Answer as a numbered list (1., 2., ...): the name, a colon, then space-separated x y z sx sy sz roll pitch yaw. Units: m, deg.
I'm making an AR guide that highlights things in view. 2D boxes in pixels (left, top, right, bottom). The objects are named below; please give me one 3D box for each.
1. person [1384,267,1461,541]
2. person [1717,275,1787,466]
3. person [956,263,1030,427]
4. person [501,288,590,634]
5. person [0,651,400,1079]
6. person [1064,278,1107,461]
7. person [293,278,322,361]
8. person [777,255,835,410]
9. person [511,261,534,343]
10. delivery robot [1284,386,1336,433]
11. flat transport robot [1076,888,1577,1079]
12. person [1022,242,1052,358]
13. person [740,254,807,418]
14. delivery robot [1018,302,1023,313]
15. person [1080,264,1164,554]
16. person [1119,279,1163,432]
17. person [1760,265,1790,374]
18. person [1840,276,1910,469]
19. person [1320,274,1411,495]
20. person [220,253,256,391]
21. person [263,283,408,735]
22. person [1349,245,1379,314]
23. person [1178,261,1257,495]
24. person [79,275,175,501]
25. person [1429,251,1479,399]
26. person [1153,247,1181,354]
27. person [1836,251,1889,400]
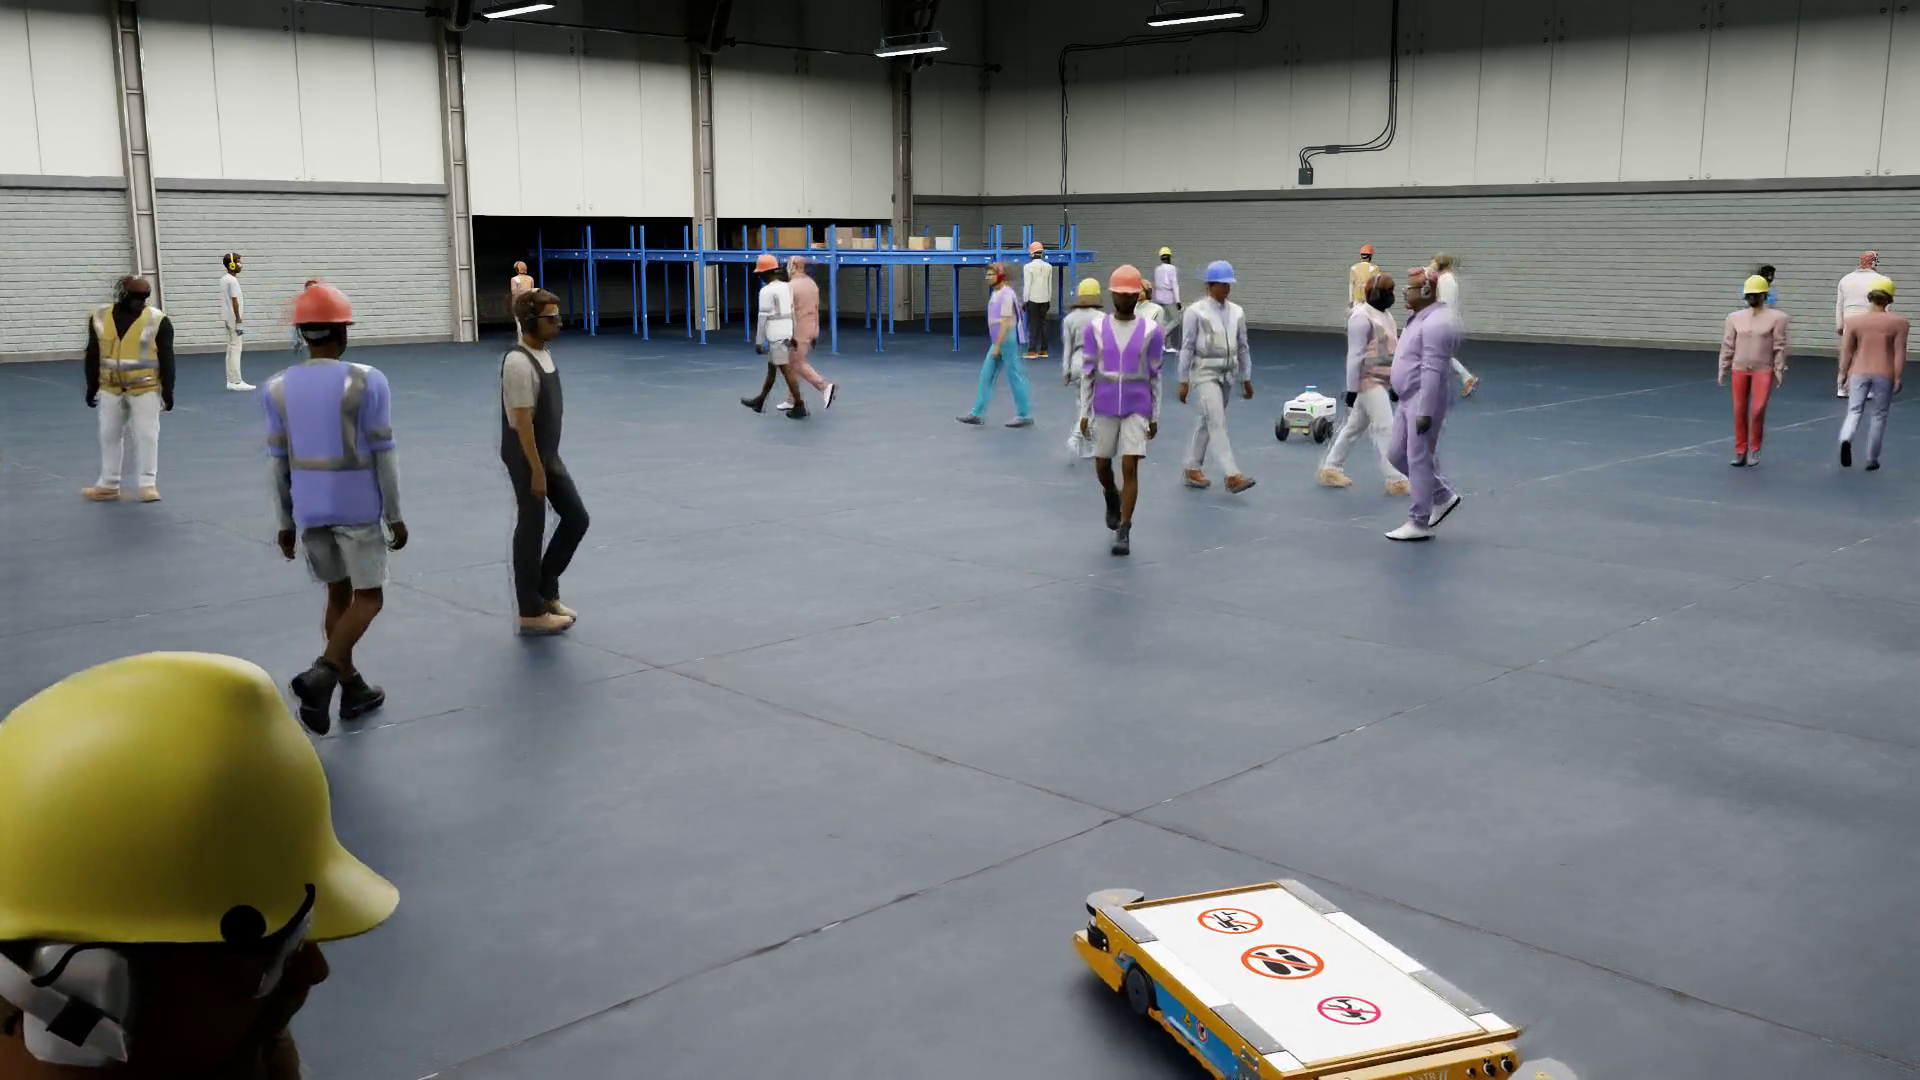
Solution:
1. person: 3.228 -0.940 11.554 0.489 1.896 0.645 0 10 0
2. person: 7.216 -1.536 15.204 0.542 1.749 0.542 8 13 39
3. person: 0.378 -2.145 18.370 0.905 1.805 0.572 -4 11 -21
4. person: -2.192 -0.406 8.809 0.441 1.830 0.549 1 10 4
5. person: -0.571 0.980 1.265 0.403 1.828 0.587 -2 11 -11
6. person: 1.170 -1.601 15.673 0.487 1.718 0.759 6 12 31
7. person: -7.879 -2.415 20.399 0.530 1.599 0.847 -2 11 -11
8. person: -1.870 -2.493 20.097 0.820 1.878 0.649 5 11 24
9. person: -7.914 -4.214 30.103 0.306 1.639 0.523 7 12 32
10. delivery robot: 3.664 -1.365 17.388 0.477 0.478 0.707 7 12 32
11. flat transport robot: 0.888 1.218 4.330 0.652 0.197 1.431 -4 11 -20
12. person: 1.321 -4.153 28.799 0.625 1.992 0.386 -8 13 -37
13. person: -2.208 -2.371 19.383 0.998 1.879 0.565 5 11 25
14. delivery robot: 1.339 -5.877 41.988 0.477 0.478 0.707 6 12 30
15. person: 1.103 -0.905 11.296 0.555 1.923 0.724 2 11 10
16. person: 1.955 -2.001 18.036 0.513 1.641 0.307 6 12 29
17. person: 12.359 -3.389 25.572 0.547 1.644 0.886 -5 11 -24
18. person: 8.180 -1.485 14.938 0.528 1.748 0.678 8 13 39
19. person: 3.424 -1.304 13.821 0.950 1.798 0.641 7 12 32
20. person: -9.970 -3.002 22.867 0.330 1.872 0.512 -8 13 -37
21. person: -2.685 -0.127 7.064 0.552 1.914 0.768 2 11 10
22. person: 7.400 -4.420 30.415 0.553 1.933 0.364 7 12 32
23. person: 2.158 -1.342 13.735 0.635 1.891 0.983 -7 12 -32
24. person: -6.677 -1.199 13.250 0.825 1.798 0.430 0 10 -2
25. person: 6.189 -2.716 21.215 0.854 1.912 0.636 2 11 12
26. person: 3.694 -4.283 29.793 0.512 1.894 0.663 -6 12 -29
27. person: 11.709 -2.782 21.565 0.403 1.906 0.651 -7 12 -32
